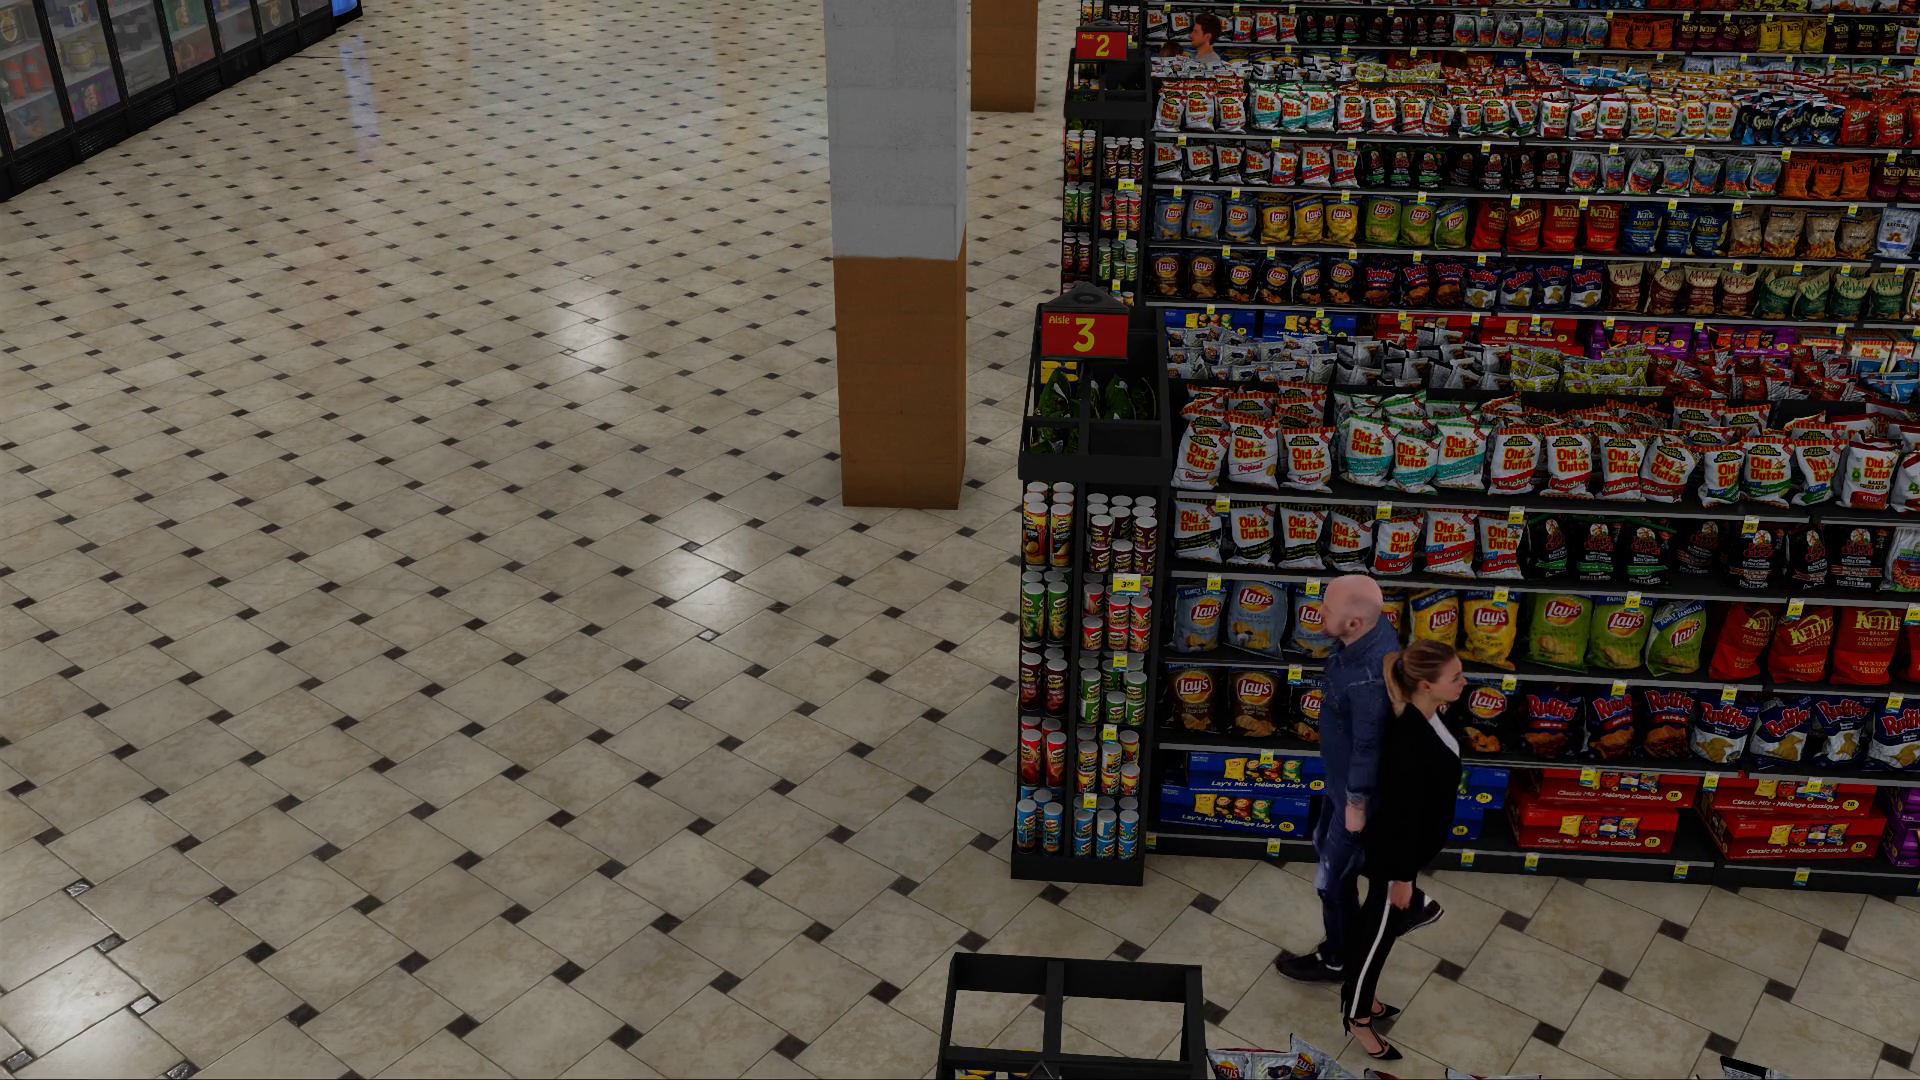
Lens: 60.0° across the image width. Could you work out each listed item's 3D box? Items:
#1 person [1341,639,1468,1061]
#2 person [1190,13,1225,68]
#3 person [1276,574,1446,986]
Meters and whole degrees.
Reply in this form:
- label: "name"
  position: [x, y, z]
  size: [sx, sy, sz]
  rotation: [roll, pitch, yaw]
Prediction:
- label: "person"
  position: [1.527, 1.081, 5.844]
  size: [0.587, 1.706, 0.640]
  rotation: [8, 30, 13]
- label: "person"
  position: [2.004, -3.419, 13.878]
  size: [0.656, 1.905, 0.704]
  rotation: [-4, 29, -7]
- label: "person"
  position: [1.548, 0.922, 6.036]
  size: [0.850, 1.801, 0.728]
  rotation: [5, 29, 9]
